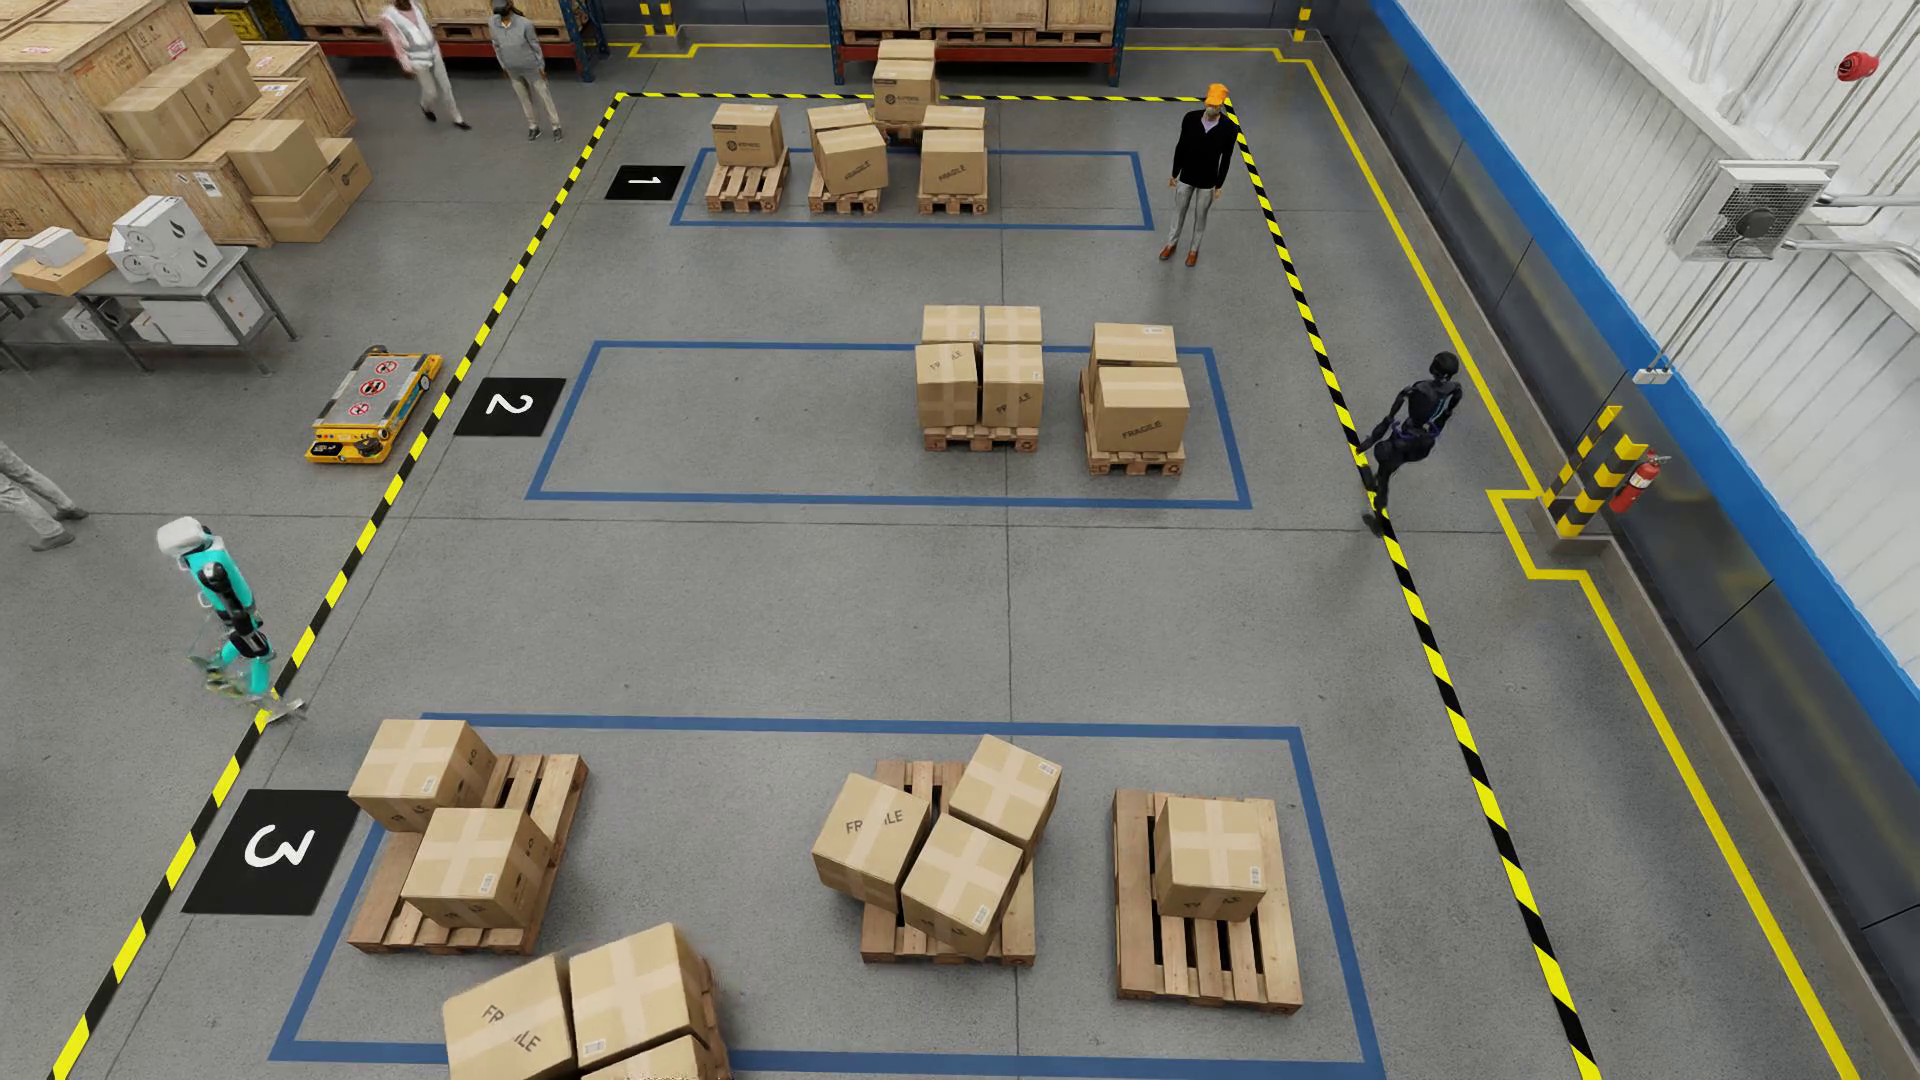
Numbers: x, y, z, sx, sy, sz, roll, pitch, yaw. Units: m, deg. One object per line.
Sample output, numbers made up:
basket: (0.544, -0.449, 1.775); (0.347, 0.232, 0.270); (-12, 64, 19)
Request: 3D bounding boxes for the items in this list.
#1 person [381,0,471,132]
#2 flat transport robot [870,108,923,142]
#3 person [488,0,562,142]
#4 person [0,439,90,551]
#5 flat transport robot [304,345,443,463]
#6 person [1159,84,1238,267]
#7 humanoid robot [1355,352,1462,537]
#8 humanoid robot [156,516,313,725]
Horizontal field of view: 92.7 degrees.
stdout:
person: (-6.748, -6.061, 11.482); (0.581, 1.812, 0.608); (22, 53, 18)
flat transport robot: (-0.625, -5.407, 11.924); (1.431, 0.197, 0.652); (1, 50, 1)
person: (-5.386, -5.846, 11.330); (0.563, 1.769, 0.396); (1, 50, 1)
person: (-7.449, -0.680, 6.851); (0.409, 1.941, 0.610); (-10, 50, -8)
flat transport robot: (-5.383, -1.269, 8.441); (0.659, 0.231, 1.431); (1, 50, 1)
person: (2.463, -3.750, 9.483); (0.586, 1.884, 0.362); (22, 53, 18)
humanoid robot: (3.426, -0.817, 7.151); (0.598, 1.635, 0.717); (-7, 50, -6)
humanoid robot: (-4.730, 0.681, 5.892); (0.802, 1.864, 0.550); (-33, 57, -25)
